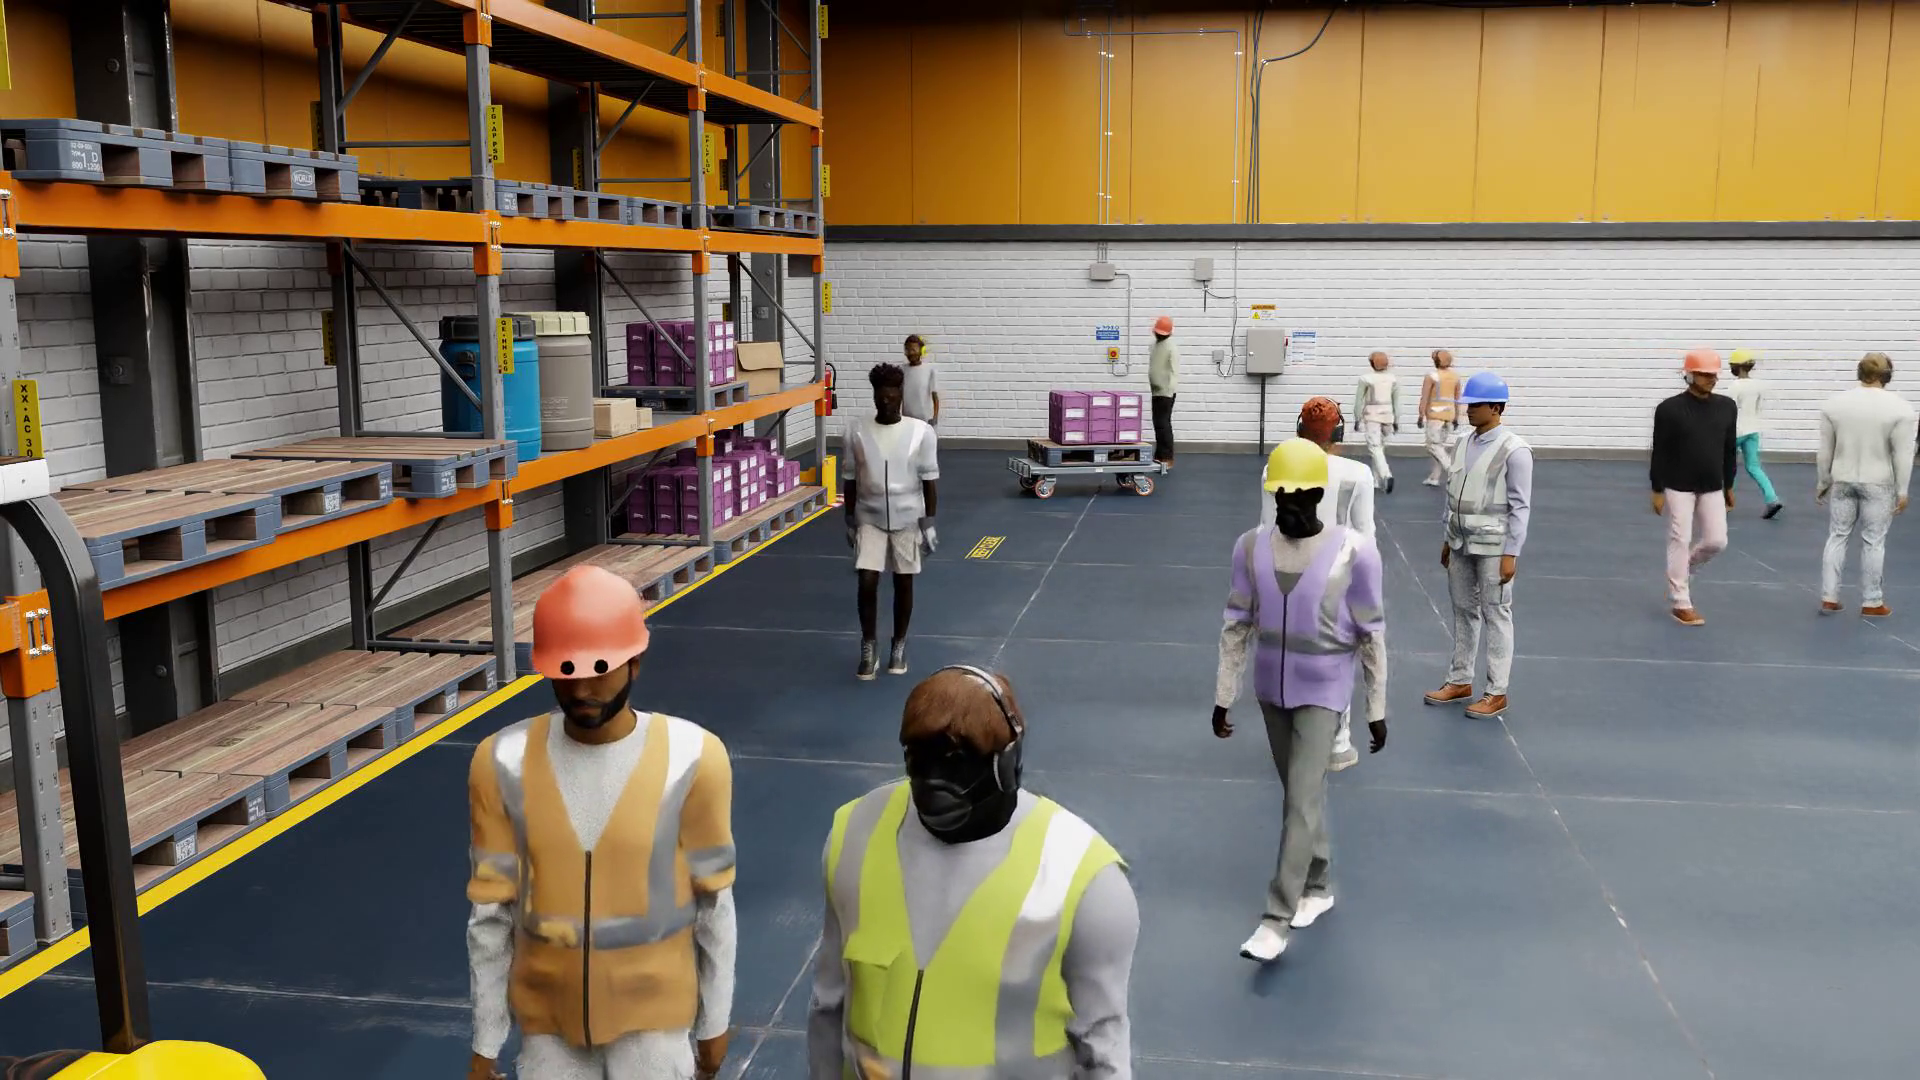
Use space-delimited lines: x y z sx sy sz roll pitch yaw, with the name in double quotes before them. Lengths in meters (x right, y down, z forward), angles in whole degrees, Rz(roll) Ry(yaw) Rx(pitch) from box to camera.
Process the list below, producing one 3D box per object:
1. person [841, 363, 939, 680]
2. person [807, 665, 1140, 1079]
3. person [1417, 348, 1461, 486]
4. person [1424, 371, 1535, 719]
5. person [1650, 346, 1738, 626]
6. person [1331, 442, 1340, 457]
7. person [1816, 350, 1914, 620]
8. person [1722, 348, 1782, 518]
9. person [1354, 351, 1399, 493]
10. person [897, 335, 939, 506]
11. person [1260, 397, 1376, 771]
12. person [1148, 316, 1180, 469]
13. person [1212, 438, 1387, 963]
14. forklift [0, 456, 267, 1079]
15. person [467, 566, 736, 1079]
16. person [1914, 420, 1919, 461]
"person" -0.431 -0.106 10.181 0.612 1.941 0.665 0 9 1
"person" 0.028 1.101 3.123 0.638 1.822 0.647 5 10 26
"person" 5.571 -1.392 19.125 0.540 1.618 0.662 -4 10 -26
"person" 2.943 0.023 9.392 0.386 1.948 0.601 -4 10 -25
"person" 5.204 -0.392 11.846 0.642 1.982 0.514 -1 9 -5
"person" 2.066 0.157 9.568 0.535 1.615 0.385 6 11 33
"person" 6.509 -0.394 11.992 0.355 1.936 0.635 -8 12 -40
"person" 8.011 -1.088 16.928 0.534 1.732 0.855 -5 10 -27
"person" 4.770 -1.335 18.845 0.524 1.606 0.778 -2 10 -14
"person" -0.495 -1.205 17.313 0.559 1.829 0.915 3 10 17
"person" 1.794 0.222 8.368 0.575 1.882 0.355 4 10 22
"person" 2.534 -1.876 21.135 0.444 1.946 0.793 -4 10 -22
"person" 1.183 0.580 6.106 0.620 1.890 0.902 8 12 42
"forklift" -2.328 0.975 2.765 2.313 2.155 1.214 1 9 9
"person" -0.753 0.990 3.526 0.557 1.922 0.449 0 9 1
"person" 9.246 -0.913 15.563 0.536 1.830 0.959 5 10 27
